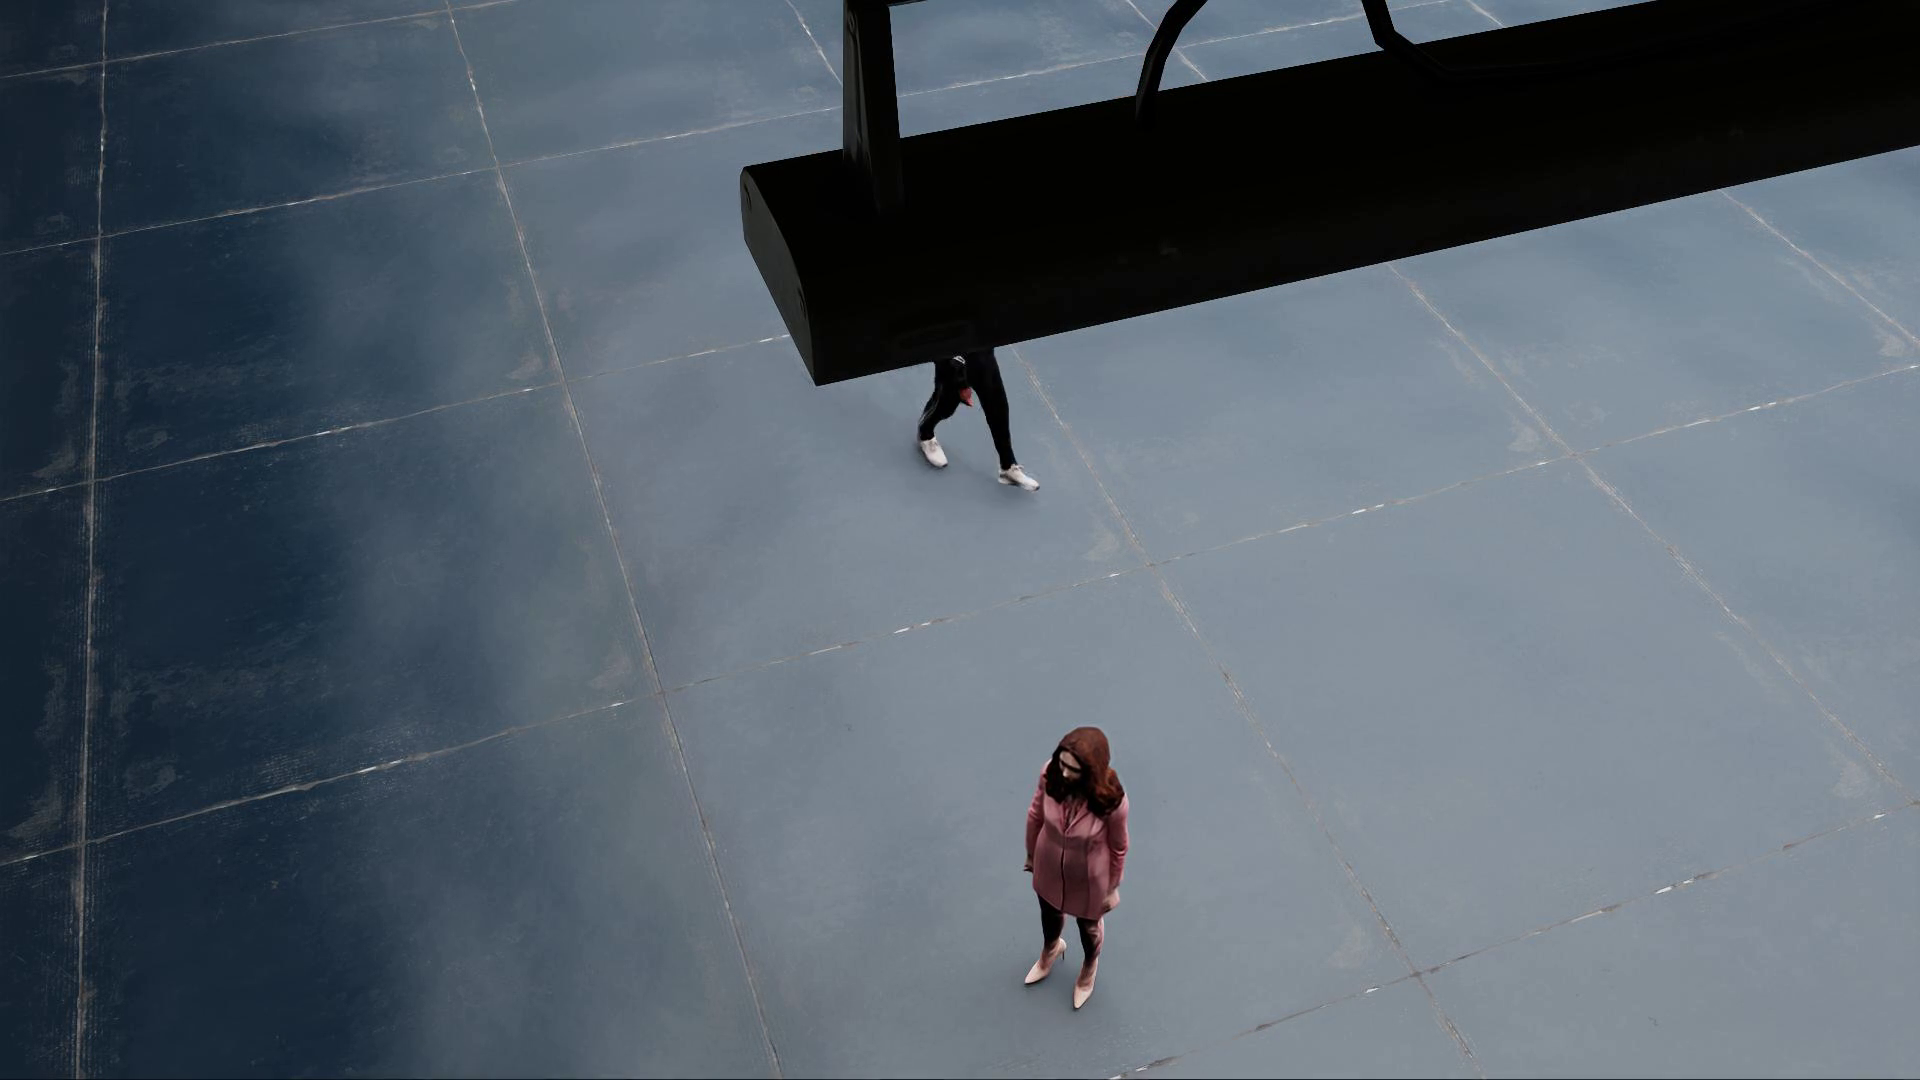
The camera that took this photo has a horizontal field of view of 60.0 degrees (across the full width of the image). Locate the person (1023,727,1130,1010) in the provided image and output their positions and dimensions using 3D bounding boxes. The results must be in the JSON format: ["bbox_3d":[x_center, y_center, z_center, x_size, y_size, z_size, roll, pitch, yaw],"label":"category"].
[{"bbox_3d":[0.511,1.431,7.299,0.665,1.802,0.754,23,48,22],"label":"person"}]
